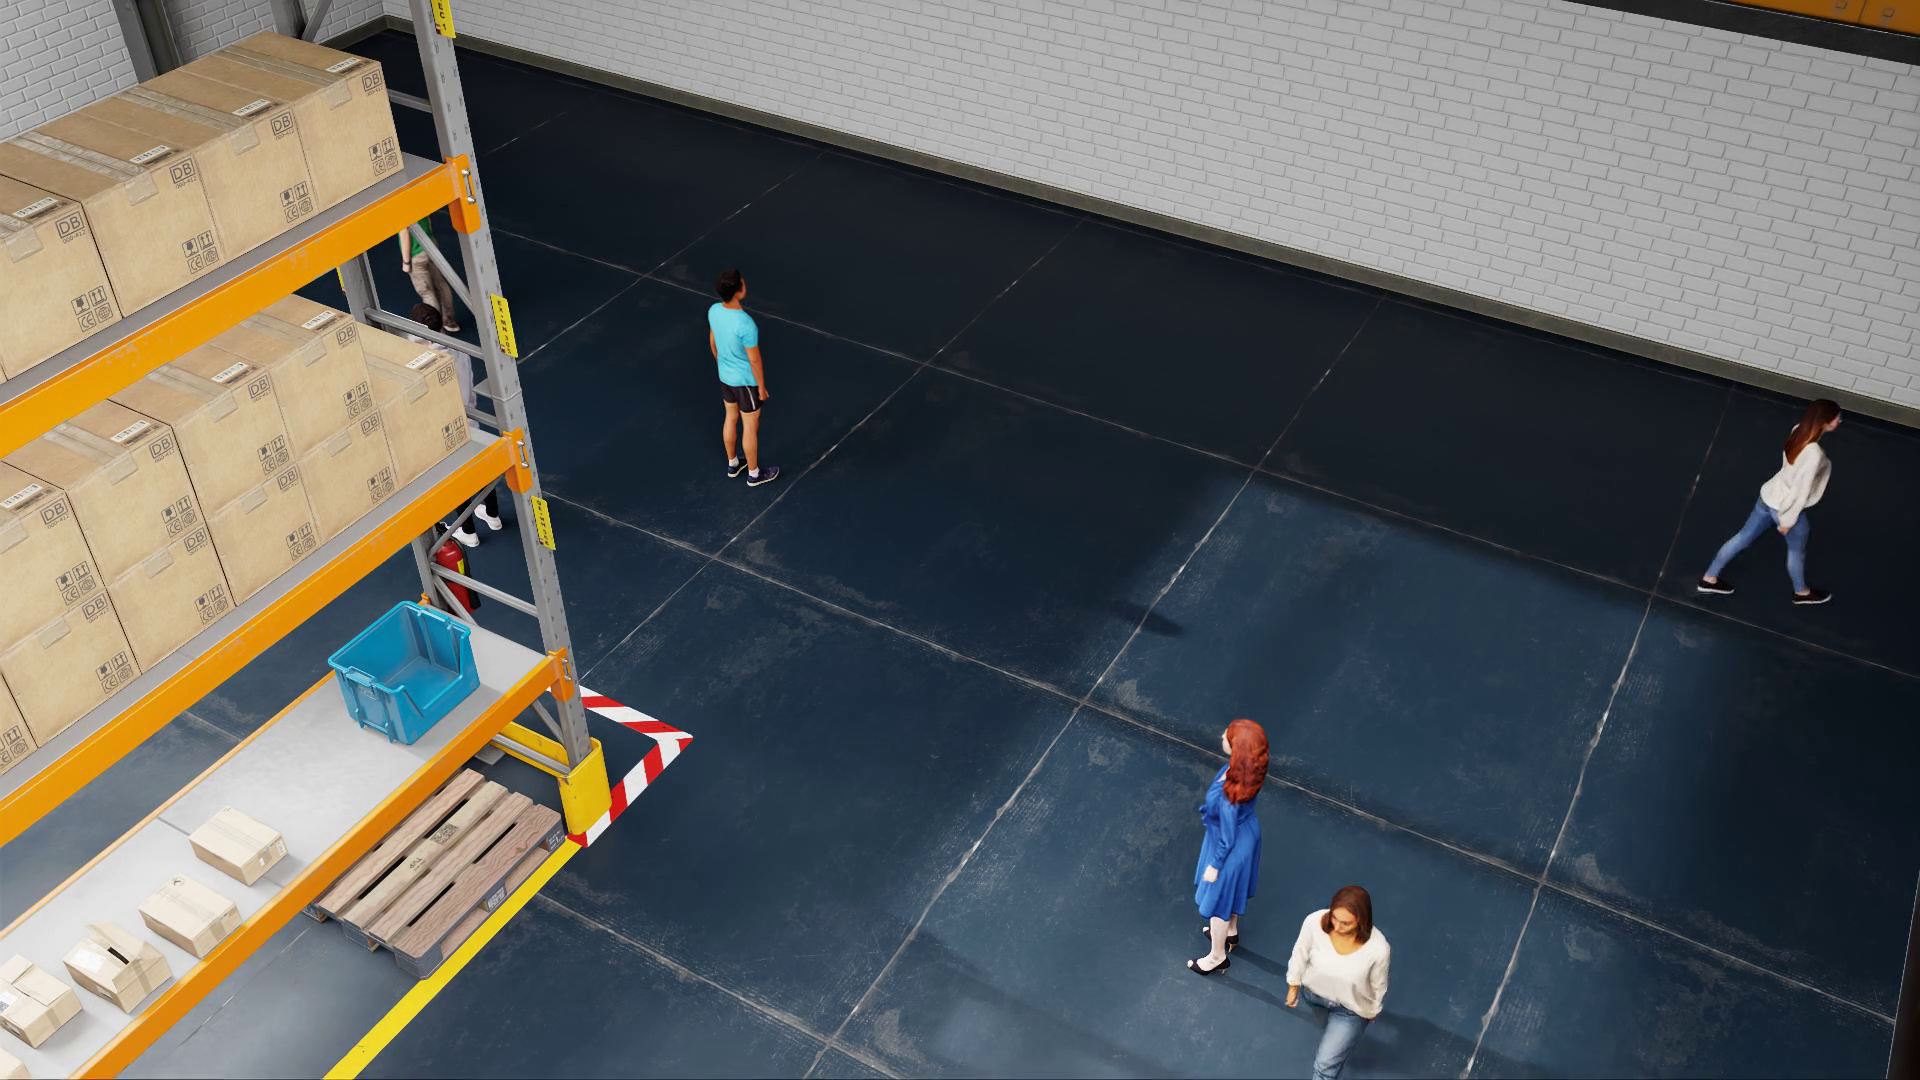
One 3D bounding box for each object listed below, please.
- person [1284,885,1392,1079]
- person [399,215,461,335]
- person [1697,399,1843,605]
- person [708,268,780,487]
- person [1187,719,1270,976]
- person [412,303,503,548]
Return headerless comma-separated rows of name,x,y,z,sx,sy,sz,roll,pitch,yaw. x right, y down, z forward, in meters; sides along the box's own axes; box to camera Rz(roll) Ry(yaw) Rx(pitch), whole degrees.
person,1.885,2.186,8.180,0.675,1.638,1.044,22,44,25
person,-4.505,-2.421,13.939,0.675,1.651,0.531,11,40,14
person,5.462,-0.227,11.197,0.985,1.643,1.130,4,39,5
person,-1.640,-1.201,12.312,0.657,1.774,0.564,28,46,30
person,1.417,1.626,8.729,0.669,1.828,0.492,19,42,22
person,-3.560,-0.810,11.697,0.745,1.931,0.541,23,44,26
